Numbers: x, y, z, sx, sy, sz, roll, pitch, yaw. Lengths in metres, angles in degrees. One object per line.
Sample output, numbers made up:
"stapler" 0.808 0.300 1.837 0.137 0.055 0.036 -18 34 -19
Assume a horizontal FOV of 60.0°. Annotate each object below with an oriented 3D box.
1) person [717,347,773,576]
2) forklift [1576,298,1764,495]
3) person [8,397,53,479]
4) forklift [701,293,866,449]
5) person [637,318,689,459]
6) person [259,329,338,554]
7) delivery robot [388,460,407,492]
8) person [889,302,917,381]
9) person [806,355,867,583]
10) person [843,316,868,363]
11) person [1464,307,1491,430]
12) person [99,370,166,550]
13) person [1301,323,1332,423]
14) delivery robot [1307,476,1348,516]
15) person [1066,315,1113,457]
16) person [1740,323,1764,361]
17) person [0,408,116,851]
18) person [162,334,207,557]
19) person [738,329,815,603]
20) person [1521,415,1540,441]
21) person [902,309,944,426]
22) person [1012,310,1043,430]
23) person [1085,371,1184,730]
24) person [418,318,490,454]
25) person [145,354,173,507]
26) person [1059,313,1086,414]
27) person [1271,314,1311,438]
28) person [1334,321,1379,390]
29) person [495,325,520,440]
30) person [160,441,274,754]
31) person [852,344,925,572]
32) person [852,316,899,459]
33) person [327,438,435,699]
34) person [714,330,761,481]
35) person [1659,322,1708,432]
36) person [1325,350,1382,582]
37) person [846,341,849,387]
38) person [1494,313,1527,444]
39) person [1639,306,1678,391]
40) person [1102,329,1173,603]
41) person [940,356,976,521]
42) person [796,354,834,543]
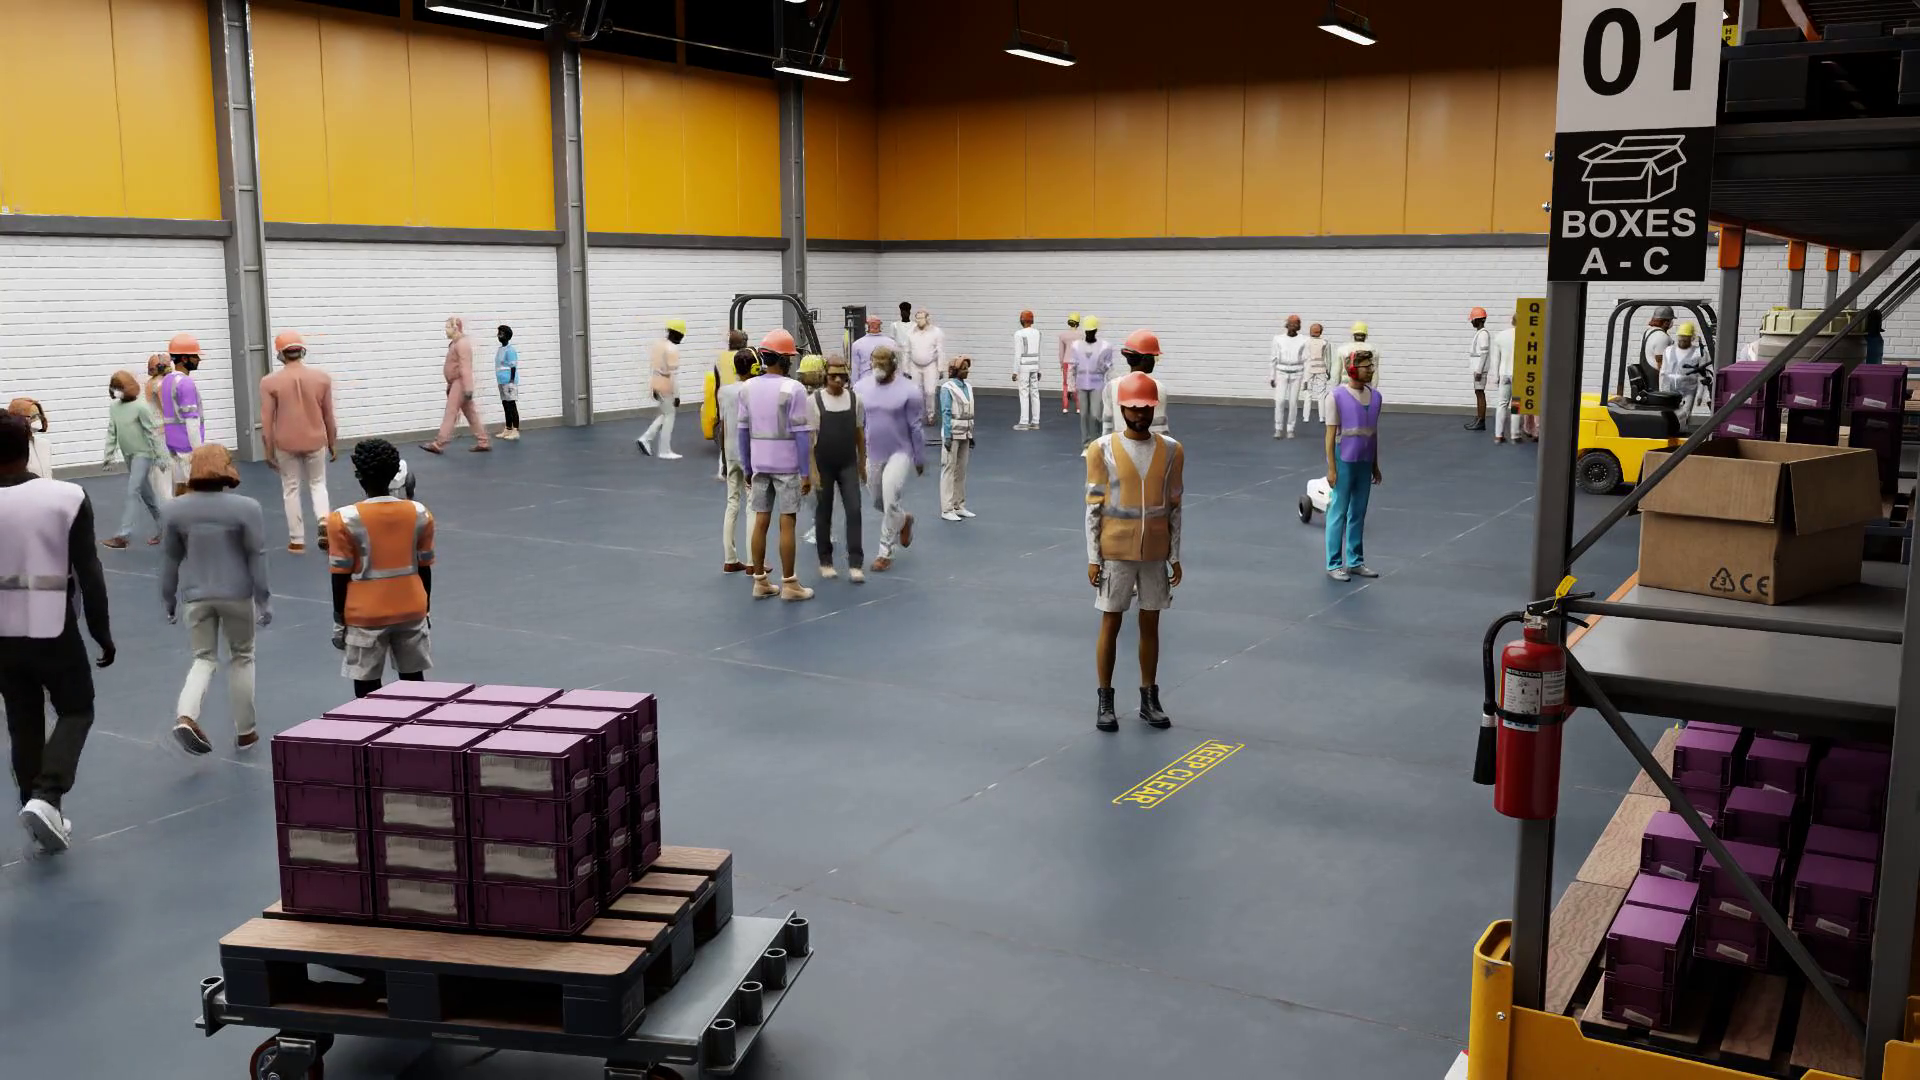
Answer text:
"person" -1.752 -0.635 13.576 0.501 1.859 0.327 4 10 25
"forklift" 7.954 -1.589 18.462 2.313 2.155 1.214 5 11 30
"person" -6.223 -0.141 11.168 0.280 1.633 0.500 1 9 5
"forklift" -2.458 -2.344 23.176 2.313 2.155 1.214 0 9 -2
"person" -3.873 -1.984 21.904 0.608 1.877 0.656 -5 11 -30
"person" -5.732 -0.840 14.463 0.634 1.973 0.581 -6 11 -31
"delivery robot" -6.164 -0.722 17.858 0.477 0.478 0.707 -2 9 -9
"person" -0.969 -3.248 29.544 0.604 1.959 0.377 1 9 5
"person" -0.948 -0.552 13.183 0.534 1.809 0.811 -3 10 -20
"person" -1.586 -2.692 26.443 0.429 1.842 0.635 -7 12 -38
"person" 8.136 -2.687 26.137 0.374 1.930 0.542 2 9 13
"person" -7.410 -0.711 14.849 0.504 1.594 0.777 6 11 31
"person" 5.850 -2.743 27.398 0.523 1.636 0.310 2 9 13
"delivery robot" 3.632 -0.449 16.153 0.477 0.478 0.707 -1 9 -6
"person" 1.726 -2.038 22.172 0.596 1.903 0.507 3 10 19
"person" 10.402 -1.904 21.533 0.633 1.841 0.429 3 10 17
"person" -3.899 0.402 6.956 0.613 1.895 0.540 -2 9 -12
"person" -6.696 -0.820 14.462 0.364 1.935 0.553 -8 12 -43
"person" -1.364 -0.555 12.474 0.611 2.042 0.394 5 11 30
"person" 8.524 -2.396 24.582 0.740 1.843 0.978 3 10 20
"person" -0.601 -2.741 26.603 0.668 1.888 0.452 2 9 14
"person" 1.059 -2.665 26.143 0.586 1.882 0.340 -8 12 -40
"person" 0.947 0.061 8.961 0.545 1.938 0.362 -2 9 -11
"person" -6.915 -2.096 22.692 0.963 1.853 0.658 -3 10 -18
"person" -8.238 -1.101 17.174 0.312 1.633 0.519 -8 12 -39
"person" 1.992 -3.090 29.166 0.528 1.768 0.313 3 10 19
"person" 4.894 -2.413 24.657 0.589 1.850 0.672 3 10 17
"person" 5.483 -2.124 23.016 0.599 1.808 0.776 2 9 13
"person" -6.718 -2.332 24.633 0.316 1.700 0.541 -7 11 -36
"person" -3.784 0.311 8.415 0.544 1.609 0.549 -1 9 -5
"person" -0.564 -0.719 13.989 0.657 1.894 0.909 3 10 21
"person" -1.134 -2.033 22.159 0.641 1.899 0.403 -2 9 -14
"person" -2.715 0.362 7.856 0.321 1.689 0.530 8 12 41
"person" -2.628 -1.601 19.806 0.636 1.798 0.970 7 12 38
"person" 9.525 -1.968 21.975 0.615 1.821 0.413 8 12 43
"person" 3.149 -0.602 13.373 0.569 1.849 0.385 -6 11 -34
"person" -1.610 -2.569 25.927 0.329 1.764 0.524 -5 10 -26
"person" 7.995 -2.338 23.977 0.384 1.930 0.649 -9 13 -44
"person" 9.620 -2.214 22.840 0.536 2.000 0.688 0 9 3
"person" 1.339 -0.553 12.460 0.387 2.045 0.605 -8 12 -40
"person" -0.024 -1.017 16.610 0.311 1.642 0.512 5 11 30
"person" -1.314 -0.817 15.109 0.381 1.728 0.484 -4 10 -25
